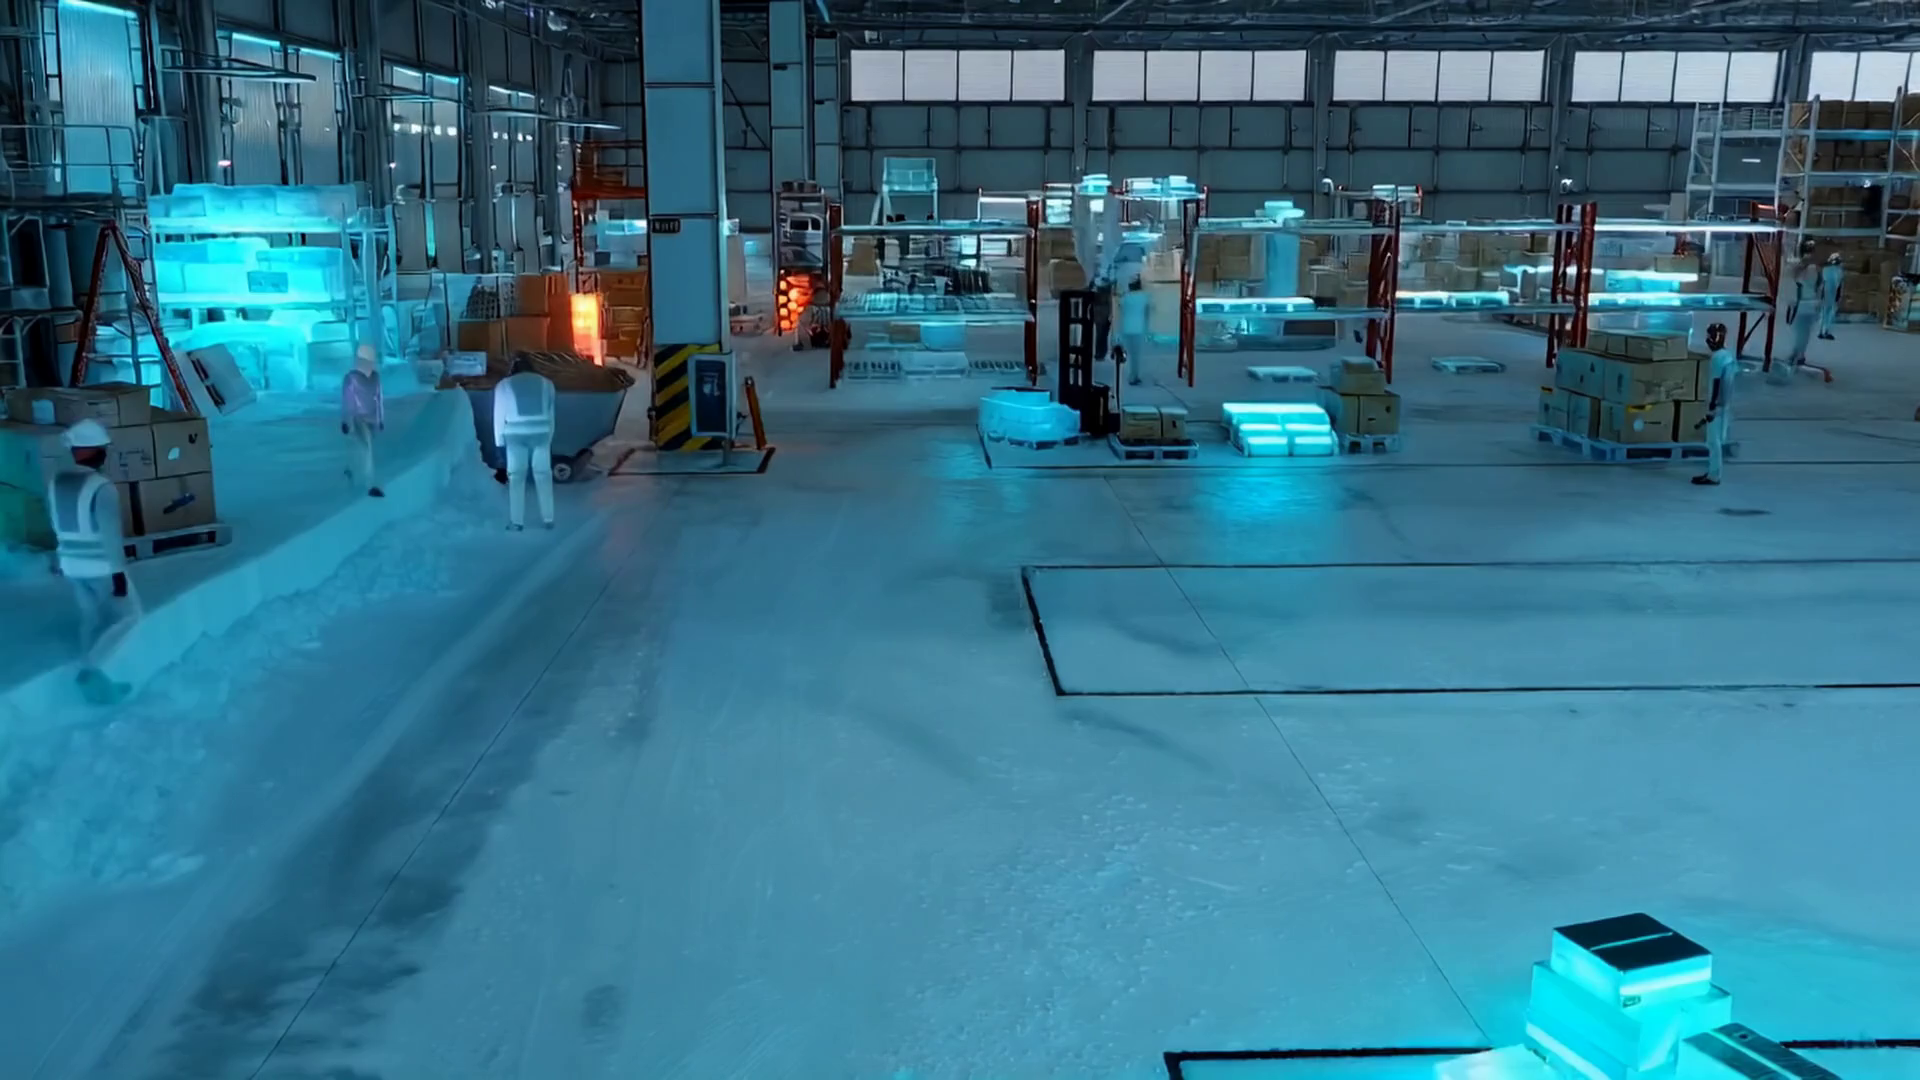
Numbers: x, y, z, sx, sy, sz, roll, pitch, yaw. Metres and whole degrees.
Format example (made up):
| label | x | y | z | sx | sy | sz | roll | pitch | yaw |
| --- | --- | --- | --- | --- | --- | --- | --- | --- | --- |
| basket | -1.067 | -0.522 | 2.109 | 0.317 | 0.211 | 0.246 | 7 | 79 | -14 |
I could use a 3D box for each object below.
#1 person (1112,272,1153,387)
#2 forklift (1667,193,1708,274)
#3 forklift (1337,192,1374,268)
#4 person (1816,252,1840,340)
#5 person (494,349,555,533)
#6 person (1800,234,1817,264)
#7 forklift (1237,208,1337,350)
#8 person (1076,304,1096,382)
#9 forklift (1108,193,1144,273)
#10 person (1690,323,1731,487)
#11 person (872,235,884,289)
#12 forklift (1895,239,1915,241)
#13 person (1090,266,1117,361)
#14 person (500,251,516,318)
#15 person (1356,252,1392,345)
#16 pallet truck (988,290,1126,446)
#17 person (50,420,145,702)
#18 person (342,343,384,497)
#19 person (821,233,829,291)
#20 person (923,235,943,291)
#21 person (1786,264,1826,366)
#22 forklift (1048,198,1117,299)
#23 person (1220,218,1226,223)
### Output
| label | x | y | z | sx | sy | sz | roll | pitch | yaw |
| --- | --- | --- | --- | --- | --- | --- | --- | --- | --- |
| person | 2.904 | -3.540 | 27.937 | 0.617 | 1.901 | 0.629 | -8 | 15 | -33 |
| forklift | 24.685 | -10.524 | 57.235 | 1.873 | 2.768 | 1.129 | 11 | 17 | 42 |
| forklift | 14.643 | -11.371 | 61.061 | 1.129 | 2.768 | 1.873 | 0 | 12 | -2 |
| person | 18.570 | -5.201 | 35.506 | 0.507 | 1.872 | 0.329 | -7 | 14 | -28 |
| person | -4.333 | -0.986 | 16.585 | 0.620 | 1.837 | 0.430 | -8 | 15 | -31 |
| person | 27.094 | -8.957 | 53.088 | 0.862 | 1.580 | 0.533 | -11 | 17 | -41 |
| forklift | 6.591 | -5.273 | 33.527 | 1.873 | 2.768 | 1.129 | 0 | 12 | -2 |
| person | 1.811 | -2.578 | 24.065 | 0.319 | 1.693 | 0.532 | 0 | 12 | -1 |
| forklift | 5.328 | -10.453 | 56.915 | 1.873 | 2.768 | 1.129 | 0 | 12 | -2 |
| person | 8.607 | -1.537 | 19.000 | 0.328 | 1.861 | 0.503 | 5 | 13 | 22 |
| person | -2.509 | -8.671 | 51.169 | 0.357 | 1.877 | 0.583 | -6 | 14 | -24 |
| forklift | 31.237 | -9.925 | 54.530 | 1.129 | 2.768 | 1.873 | 0 | 12 | -2 |
| person | 2.737 | -4.336 | 31.776 | 0.526 | 1.798 | 0.960 | 0 | 12 | -1 |
| person | -11.114 | -6.257 | 40.823 | 0.313 | 1.634 | 0.515 | -9 | 15 | -36 |
| person | 8.544 | -4.952 | 34.276 | 0.646 | 1.920 | 0.655 | -10 | 16 | -39 |
| pallet truck | 1.257 | -2.299 | 22.111 | 1.885 | 1.965 | 0.823 | -9 | 15 | -35 |
| person | -5.794 | 0.161 | 11.156 | 0.619 | 1.924 | 0.457 | 7 | 14 | 29 |
| person | -6.671 | -1.343 | 18.460 | 0.686 | 1.715 | 0.497 | 7 | 14 | 29 |
| person | -3.539 | -7.248 | 44.590 | 0.358 | 1.938 | 0.542 | -6 | 14 | -27 |
| person | -0.732 | -7.869 | 47.459 | 0.555 | 1.912 | 0.735 | 6 | 14 | 26 |
| person | 15.537 | -4.117 | 30.549 | 0.629 | 1.896 | 0.485 | -2 | 13 | -10 |
| forklift | 3.448 | -8.208 | 46.778 | 1.873 | 2.768 | 1.129 | 0 | 12 | -2 |
| person | 9.444 | -10.711 | 60.288 | 0.624 | 1.918 | 0.832 | -2 | 13 | -9 |
